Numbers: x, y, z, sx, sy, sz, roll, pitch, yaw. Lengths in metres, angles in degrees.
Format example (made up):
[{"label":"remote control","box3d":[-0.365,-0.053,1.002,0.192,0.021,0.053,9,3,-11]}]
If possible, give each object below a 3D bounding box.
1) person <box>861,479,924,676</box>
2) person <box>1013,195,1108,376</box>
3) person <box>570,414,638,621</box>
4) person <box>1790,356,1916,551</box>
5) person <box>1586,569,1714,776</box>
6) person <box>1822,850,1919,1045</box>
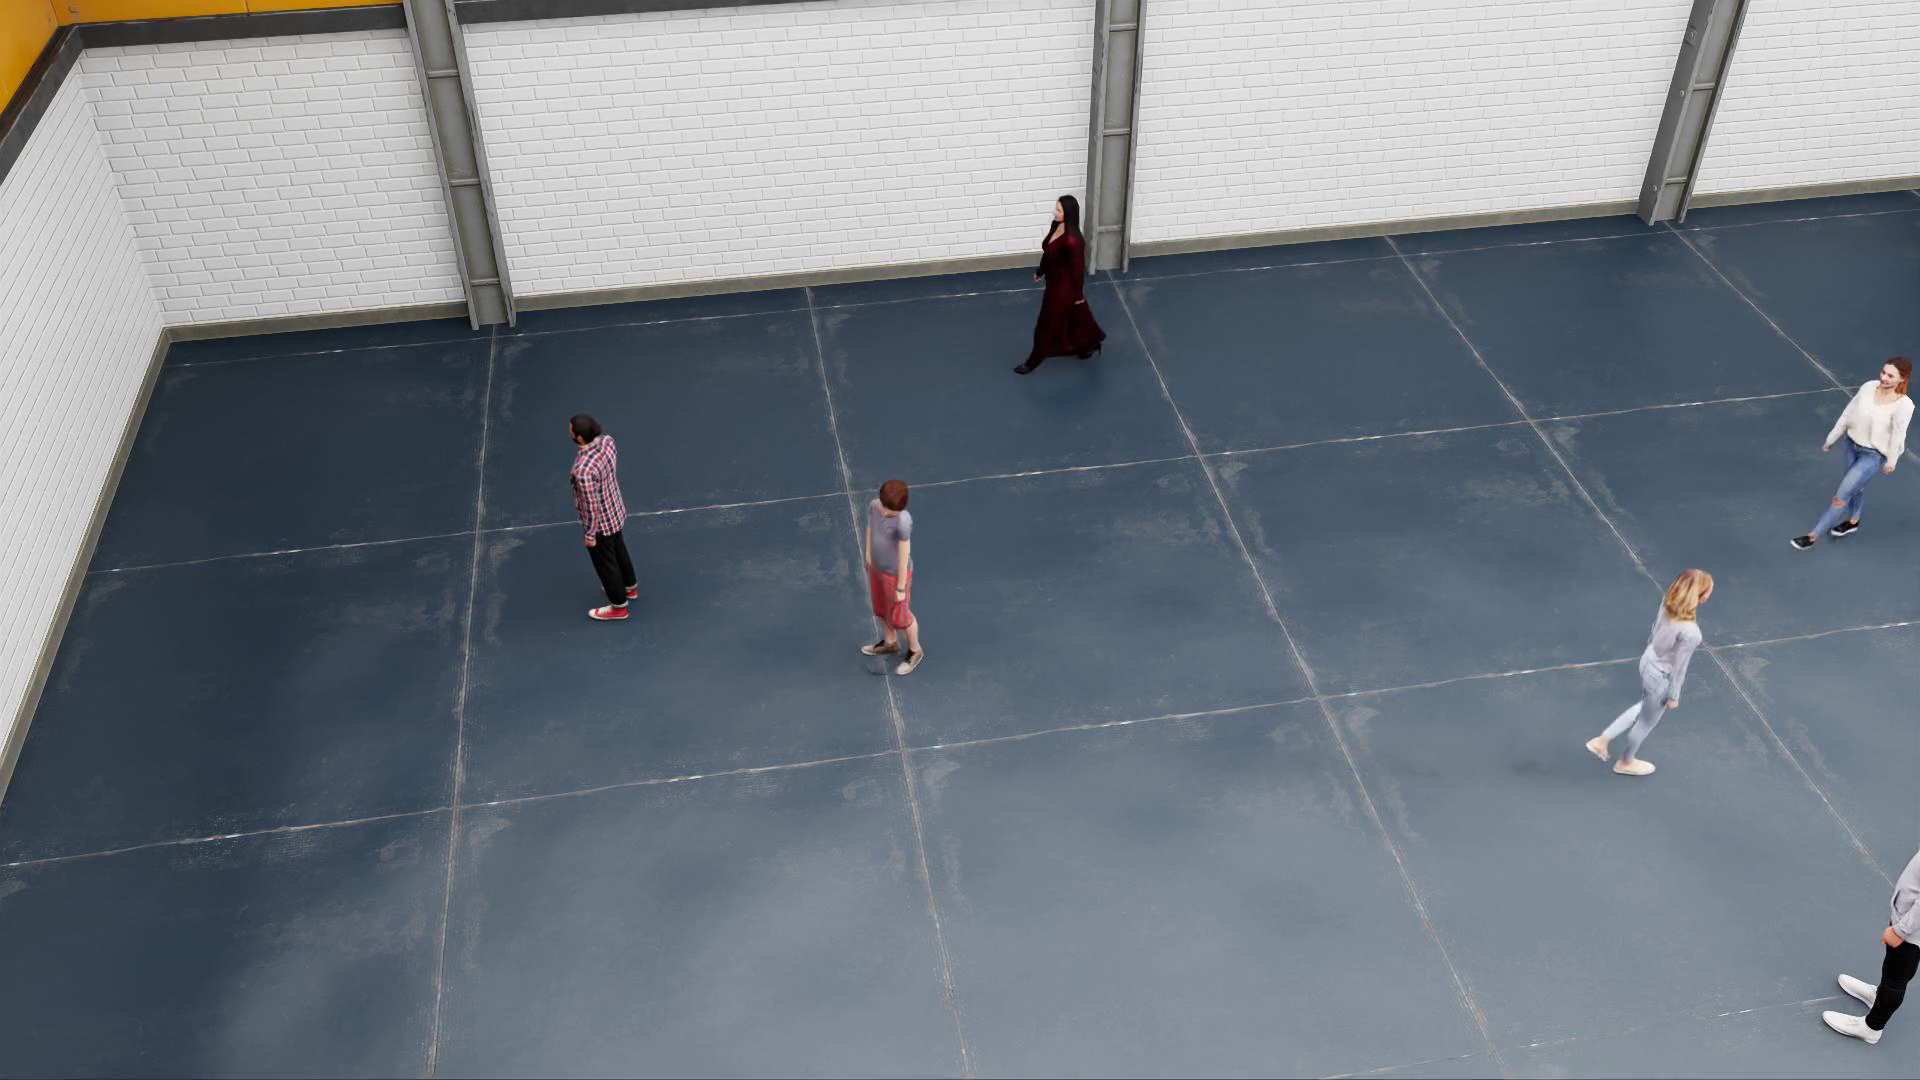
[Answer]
[{"label":"person","box3d":[-0.494,0.210,11.676,0.714,1.638,0.718,-13,40,-15]},{"label":"person","box3d":[1.004,-2.252,14.709,1.120,1.702,0.673,-8,39,-9]},{"label":"person","box3d":[-2.604,-0.184,12.071,0.700,1.761,0.767,5,39,7]},{"label":"person","box3d":[7.004,-0.682,12.776,1.052,1.659,0.762,-13,40,-16]},{"label":"person","box3d":[4.419,0.878,10.717,0.795,1.791,0.694,1,39,1]},{"label":"person","box3d":[5.295,2.055,9.132,0.836,1.931,0.765,26,45,29]}]
